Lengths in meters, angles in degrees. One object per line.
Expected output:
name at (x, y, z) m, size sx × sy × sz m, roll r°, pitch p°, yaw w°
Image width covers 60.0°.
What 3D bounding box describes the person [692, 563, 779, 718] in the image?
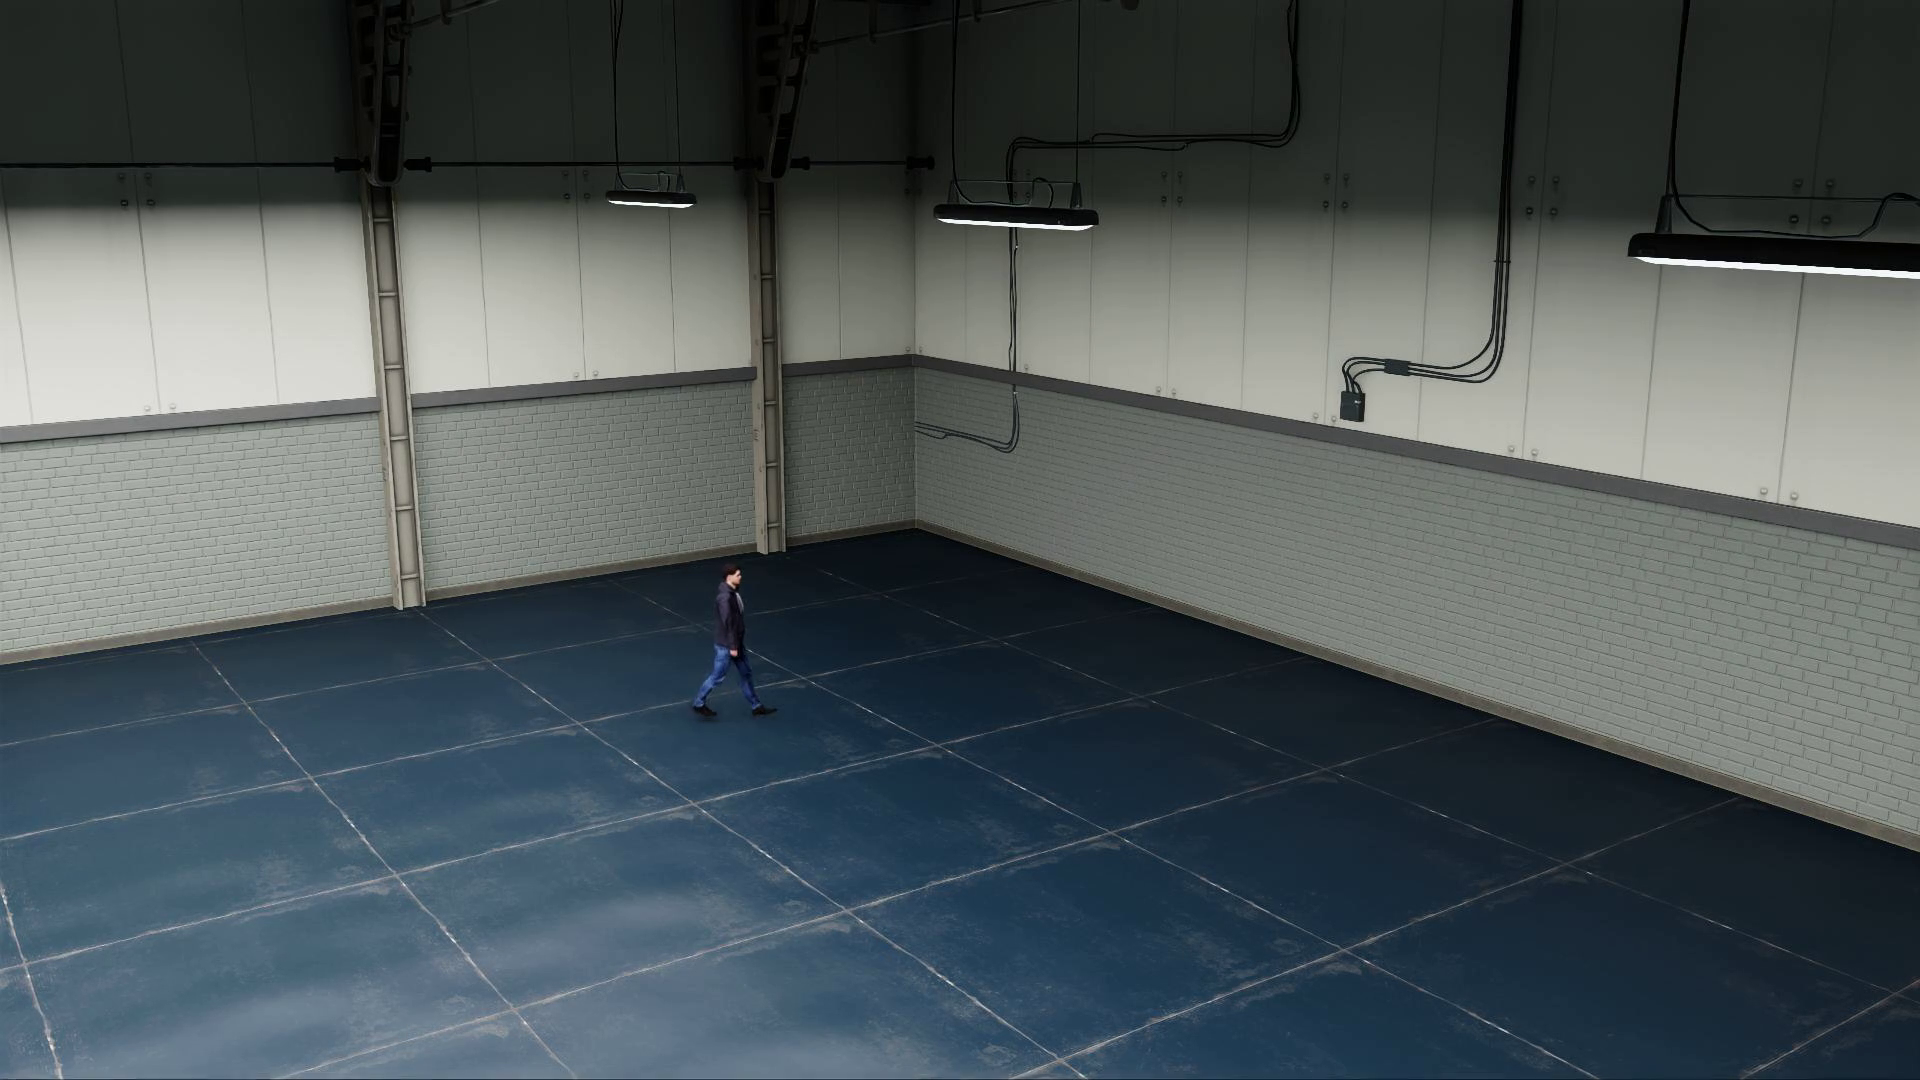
person at (-2.757, 1.203, 19.194) m, size 1.313 × 1.845 × 1.177 m, roll 1°, pitch 13°, yaw 3°
